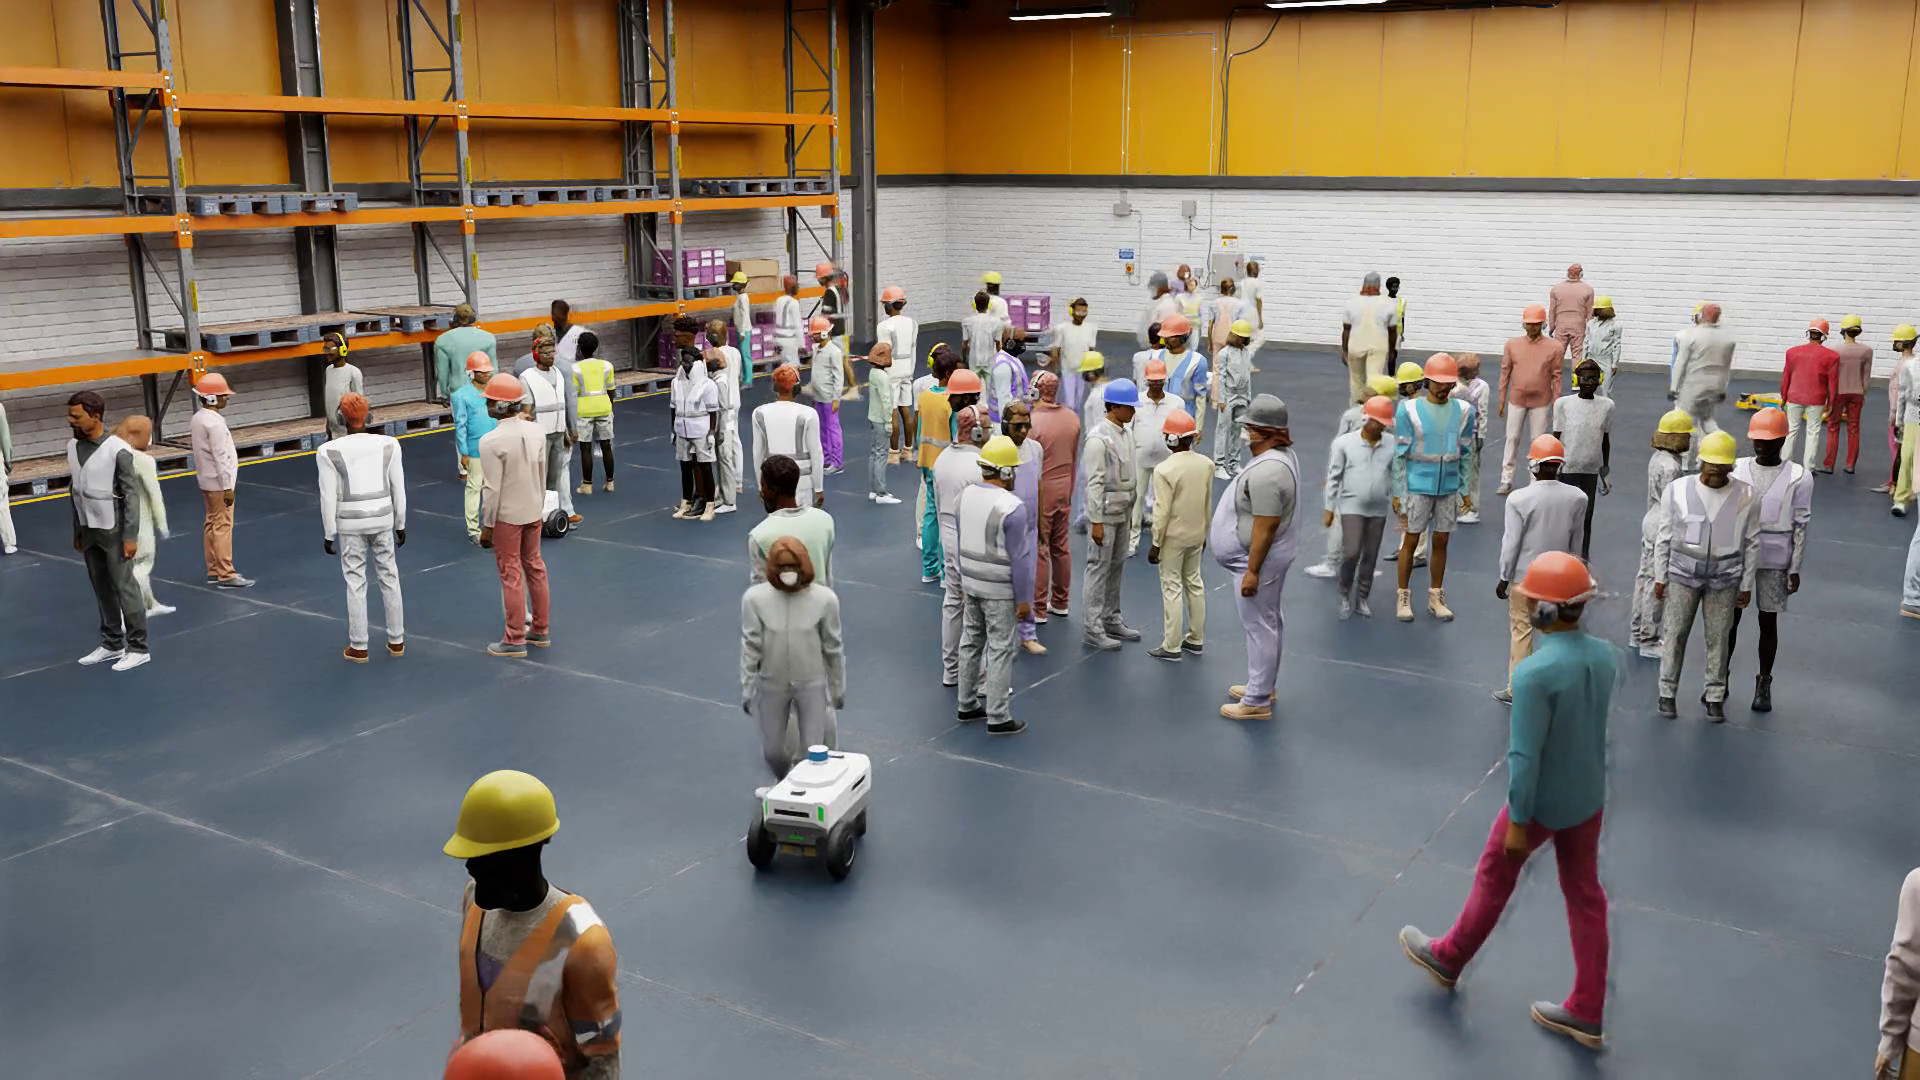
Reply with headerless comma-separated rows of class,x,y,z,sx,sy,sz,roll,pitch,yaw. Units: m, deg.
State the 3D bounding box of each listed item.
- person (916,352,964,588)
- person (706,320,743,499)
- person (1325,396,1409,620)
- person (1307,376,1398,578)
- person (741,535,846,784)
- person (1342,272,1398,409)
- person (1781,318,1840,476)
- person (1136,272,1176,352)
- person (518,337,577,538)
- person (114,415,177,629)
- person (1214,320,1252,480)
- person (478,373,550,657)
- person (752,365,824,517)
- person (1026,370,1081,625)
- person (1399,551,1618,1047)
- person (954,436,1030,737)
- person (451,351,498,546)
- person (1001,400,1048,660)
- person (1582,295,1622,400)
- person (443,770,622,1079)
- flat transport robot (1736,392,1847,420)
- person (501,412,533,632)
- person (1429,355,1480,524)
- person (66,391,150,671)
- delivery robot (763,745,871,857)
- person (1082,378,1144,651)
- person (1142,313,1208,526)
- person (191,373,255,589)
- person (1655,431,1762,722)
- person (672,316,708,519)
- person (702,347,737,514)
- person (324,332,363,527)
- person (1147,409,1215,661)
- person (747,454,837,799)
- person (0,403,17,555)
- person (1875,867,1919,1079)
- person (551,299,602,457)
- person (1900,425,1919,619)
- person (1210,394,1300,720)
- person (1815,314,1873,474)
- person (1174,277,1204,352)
person,-0.137,-0.569,13.547,0.371,1.914,0.597,-9,16,-35
person,-2.430,-1.332,17.028,0.345,1.840,0.504,6,14,24
person,3.066,-0.243,12.569,0.588,1.714,0.494,-1,13,-5
person,3.281,-0.527,13.857,0.710,1.695,0.342,5,14,20
person,-0.844,0.740,8.523,0.548,1.614,0.481,-1,13,-3
person,5.382,-2.551,21.869,0.699,2.000,1.033,4,13,16
person,9.300,-1.555,18.219,0.573,1.738,0.352,9,16,35
person,2.580,-2.569,21.948,0.534,2.000,0.755,-2,13,-7
person,-3.836,-0.960,15.395,0.378,1.844,0.569,6,14,24
person,-6.175,-0.137,12.375,0.562,1.595,0.648,7,15,28
person,3.006,-1.531,18.120,0.483,1.735,0.311,-9,16,-35
person,-3.131,-0.174,11.657,0.375,1.997,0.608,6,14,25
person,-1.331,-0.430,13.020,0.575,1.882,0.355,4,13,16
person,0.613,-0.319,12.483,0.407,1.910,0.638,11,17,41
person,2.272,0.987,6.705,0.653,1.951,0.960,-8,15,-32
person,0.209,0.276,10.099,0.405,1.823,0.594,-10,16,-36
person,-4.313,-0.837,15.063,0.324,1.752,0.563,8,15,31
person,0.377,-0.066,11.558,0.518,1.835,0.357,-9,16,-33
person,8.145,-2.243,21.190,0.317,1.741,0.492,-11,17,-40
person,-1.141,1.525,4.438,0.585,1.928,0.368,10,16,37
flat transport robot,11.367,-1.829,22.618,0.652,0.197,1.431,-5,14,-20
person,-3.257,-0.130,12.245,0.315,1.641,0.514,0,13,-1
person,4.747,-0.961,15.908,0.505,1.615,0.514,0,13,0
person,-5.838,-0.070,11.377,0.598,1.917,0.378,6,14,26
delivery robot,-0.707,1.271,8.343,0.477,0.478,0.707,4,14,17
person,1.088,-0.188,11.851,0.415,1.939,0.605,8,15,30
person,2.004,-1.112,15.635,0.605,2.039,0.386,8,15,30
person,-6.020,-0.486,13.541,0.338,1.749,0.573,-10,17,-38
person,4.621,0.222,10.317,0.593,1.825,0.403,5,14,20
person,-2.605,-1.192,16.135,0.365,1.966,0.605,-3,13,-13
person,-2.365,-1.080,16.367,0.314,1.639,0.517,-3,13,-13
person,-5.777,-1.012,15.571,0.507,1.872,0.329,8,15,31
person,1.514,-0.038,11.592,0.573,1.753,0.335,-11,17,-40
person,-0.894,0.488,8.989,0.394,1.911,0.597,11,17,39
person,-8.542,-0.649,14.500,0.514,1.641,0.309,-10,16,-36
person,2.944,1.519,4.819,0.523,1.769,0.323,10,16,36
person,-4.443,-1.813,19.008,0.596,1.896,0.801,7,15,29
person,7.427,-0.395,12.616,0.386,1.992,0.624,8,15,32
person,1.831,0.097,10.387,0.537,2.000,0.680,4,14,18
person,9.755,-1.603,18.359,0.524,1.769,0.316,0,13,0
person,3.554,-3.315,26.088,0.520,1.620,0.489,-3,13,-14
